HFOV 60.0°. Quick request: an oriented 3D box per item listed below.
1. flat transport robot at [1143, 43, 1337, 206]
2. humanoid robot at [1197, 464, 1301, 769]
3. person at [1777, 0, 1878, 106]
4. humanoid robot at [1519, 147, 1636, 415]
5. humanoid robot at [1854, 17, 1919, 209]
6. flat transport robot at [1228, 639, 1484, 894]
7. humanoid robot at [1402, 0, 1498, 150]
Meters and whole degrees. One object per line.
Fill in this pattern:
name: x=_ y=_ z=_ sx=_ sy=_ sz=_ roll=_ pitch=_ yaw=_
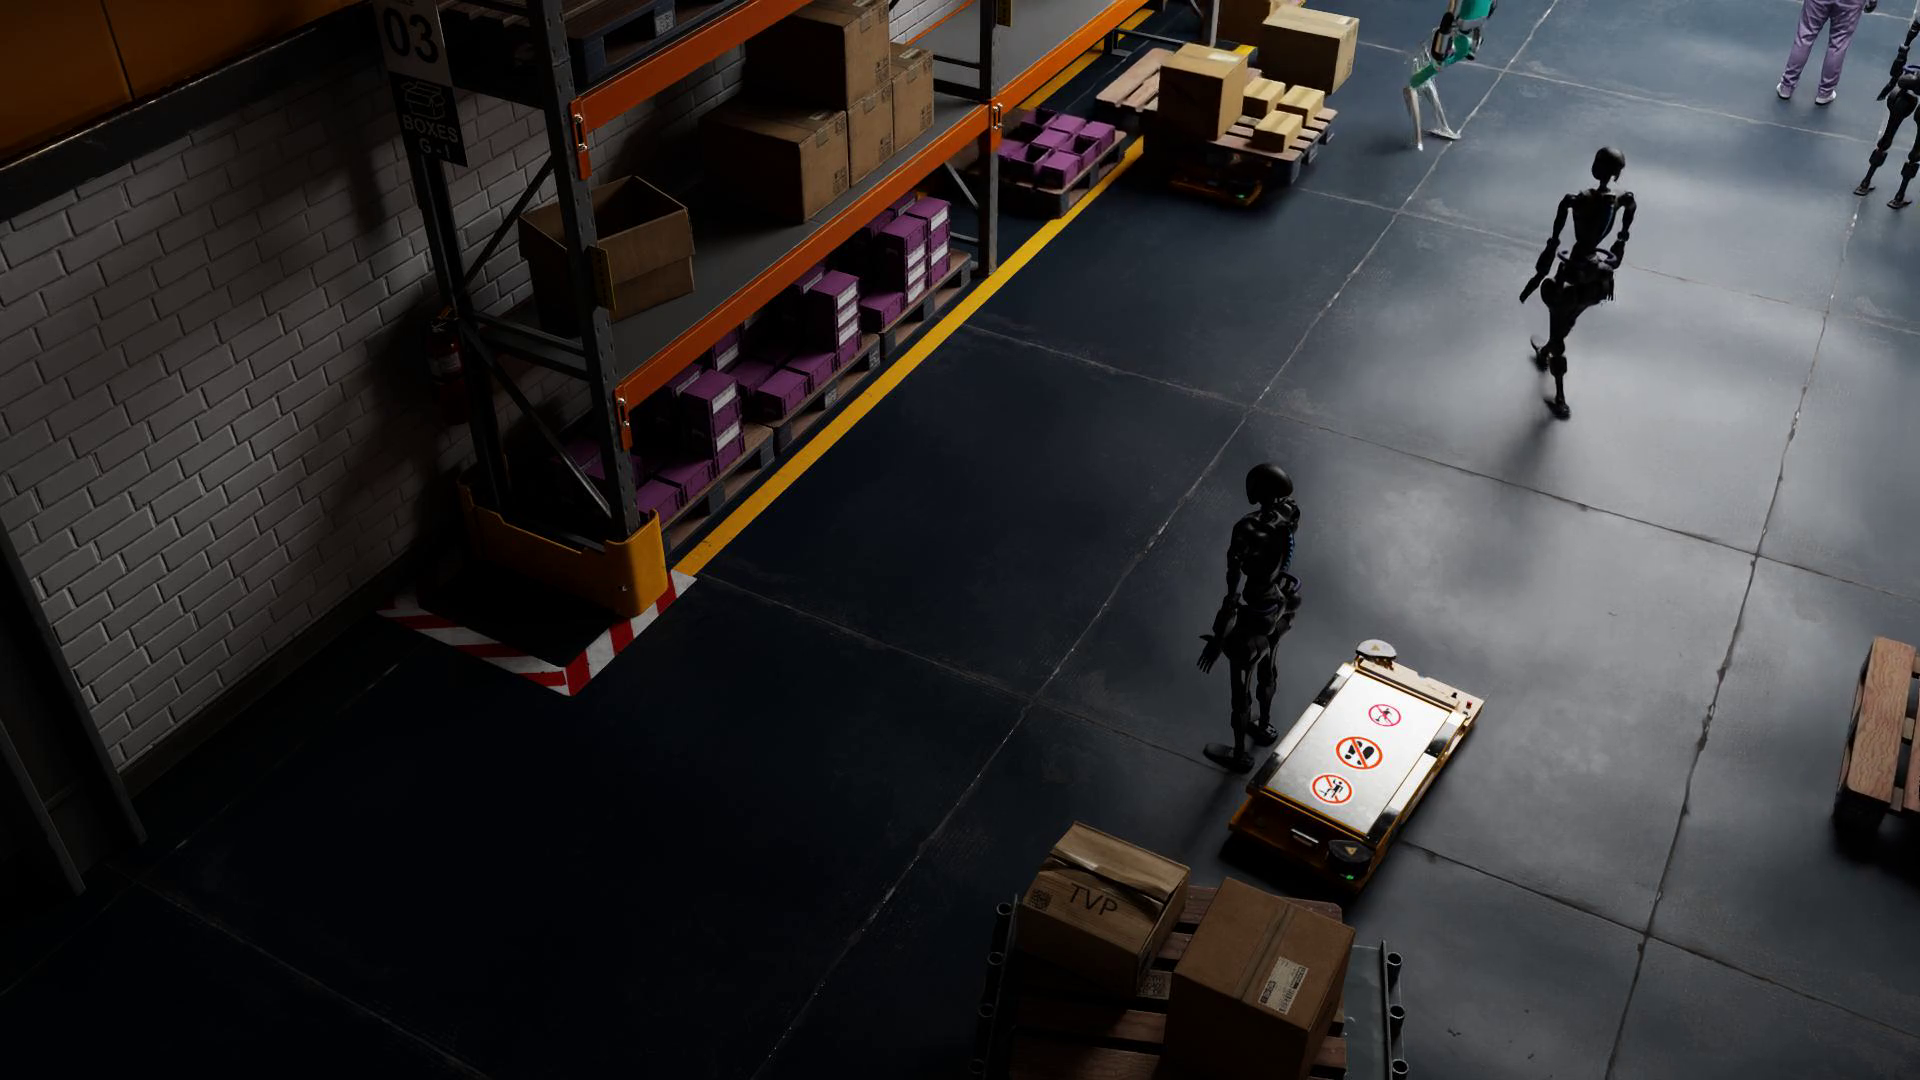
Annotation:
flat transport robot: x=2.208 y=-3.037 z=13.016 sx=0.659 sy=0.231 sz=1.431 roll=19 pitch=42 yaw=22
humanoid robot: x=1.350 y=0.350 z=7.644 sx=0.315 sy=1.657 sz=0.599 roll=29 pitch=47 yaw=31
person: x=7.155 y=-4.494 z=13.527 sx=0.650 sy=1.909 sz=0.413 roll=18 pitch=42 yaw=21
humanoid robot: x=3.752 y=-1.625 z=10.169 sx=0.613 sy=1.623 sz=0.792 roll=-9 pitch=40 yaw=-12
humanoid robot: x=7.053 y=-3.276 z=12.186 sx=0.327 sy=1.648 sz=0.616 roll=-26 pitch=45 yaw=-28
flat transport robot: x=1.914 y=1.038 z=7.922 sx=0.659 sy=0.231 sz=1.431 roll=24 pitch=45 yaw=27
humanoid robot: x=3.758 y=-3.865 z=12.885 sx=0.536 sy=1.782 sz=0.692 roll=-24 pitch=44 yaw=-27
